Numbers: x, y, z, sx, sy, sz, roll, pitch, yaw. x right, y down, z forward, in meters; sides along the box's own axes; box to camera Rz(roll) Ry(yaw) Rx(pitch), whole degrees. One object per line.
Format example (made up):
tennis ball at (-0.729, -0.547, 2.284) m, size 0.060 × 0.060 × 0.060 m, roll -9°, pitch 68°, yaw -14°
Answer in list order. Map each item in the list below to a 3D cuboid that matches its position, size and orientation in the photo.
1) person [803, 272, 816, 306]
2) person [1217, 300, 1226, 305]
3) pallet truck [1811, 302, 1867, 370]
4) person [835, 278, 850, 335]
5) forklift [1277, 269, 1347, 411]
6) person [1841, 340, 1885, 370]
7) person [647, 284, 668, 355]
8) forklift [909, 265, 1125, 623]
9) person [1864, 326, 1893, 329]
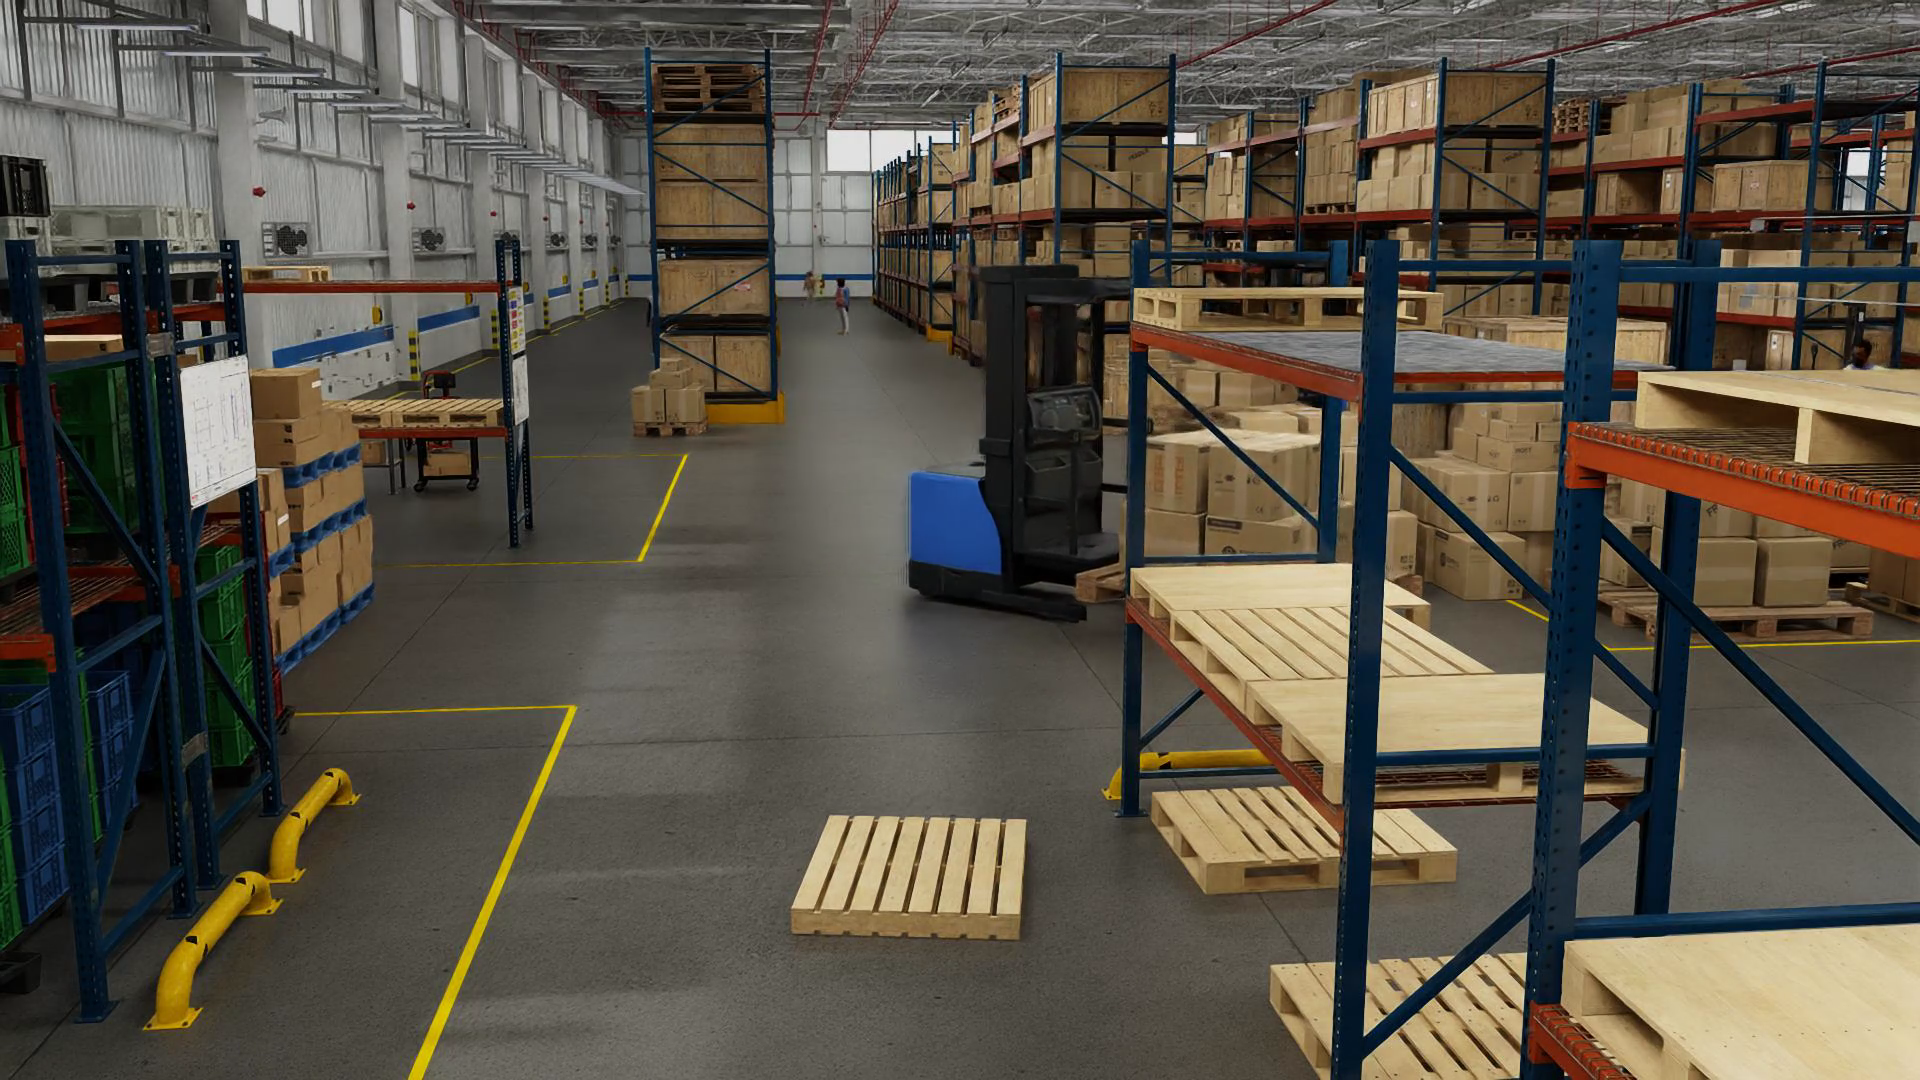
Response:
person at (-6.901, -11.522, 76.357) m, size 0.883 × 1.589 × 0.517 m, roll -9°, pitch 14°, yaw -42°
person at (9.565, -8.799, 60.776) m, size 0.314 × 1.769 × 0.524 m, roll 8°, pitch 13°, yaw 38°
pallet truck at (15.846, -3.142, 28.793) m, size 1.885 × 1.965 × 0.823 m, roll 2°, pitch 10°, yaw 12°
person at (-3.787, -7.512, 53.486) m, size 0.456 × 1.831 × 0.648 m, roll -9°, pitch 14°, yaw -41°
forklift at (5.470, -3.157, 26.428) m, size 1.129 × 2.768 × 1.873 m, roll 8°, pitch 13°, yaw 38°
person at (10.705, -1.468, 19.917) m, size 1.052 × 1.847 × 0.627 m, roll -4°, pitch 11°, yaw -21°
person at (-7.833, -5.798, 43.810) m, size 0.811 × 1.894 × 0.544 m, roll -3°, pitch 11°, yaw -16°
forklift at (0.569, -0.882, 13.818) m, size 1.873 × 2.768 × 1.129 m, roll 9°, pitch 13°, yaw 40°
person at (18.061, -3.837, 32.837) m, size 0.629 × 1.926 × 0.467 m, roll 1°, pitch 10°, yaw 5°
